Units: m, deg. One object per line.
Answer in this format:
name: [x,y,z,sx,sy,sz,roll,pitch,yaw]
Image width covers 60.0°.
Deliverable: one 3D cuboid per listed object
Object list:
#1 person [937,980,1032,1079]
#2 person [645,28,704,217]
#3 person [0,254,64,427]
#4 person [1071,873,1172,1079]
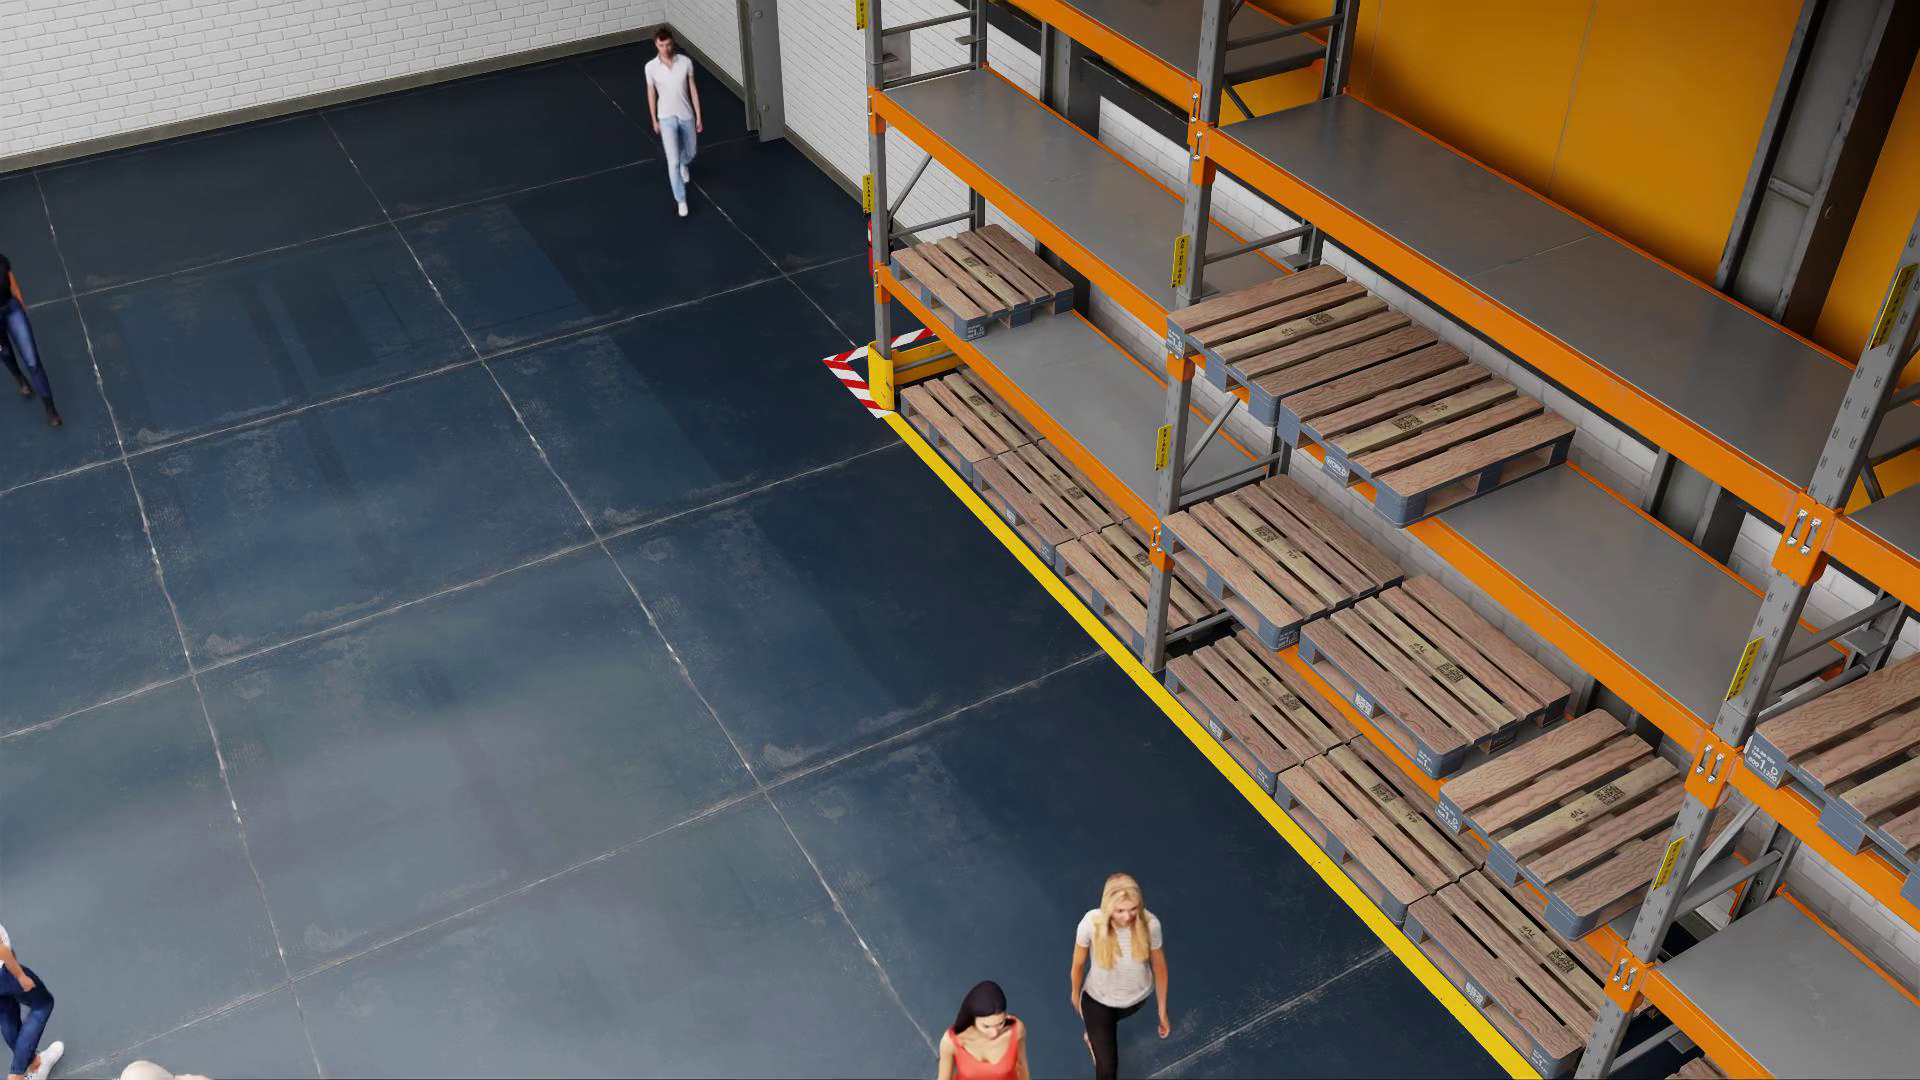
person: [0.095,2.670,8.118,0.637,1.706,0.665,-12,40,-15]
person: [-2.856,-4.266,16.706,0.814,1.828,1.189,-11,40,-14]
person: [-7.931,-1.812,13.751,0.628,1.682,1.236,-25,45,-28]
person: [0.775,2.273,8.564,0.840,1.771,1.251,-9,39,-11]
